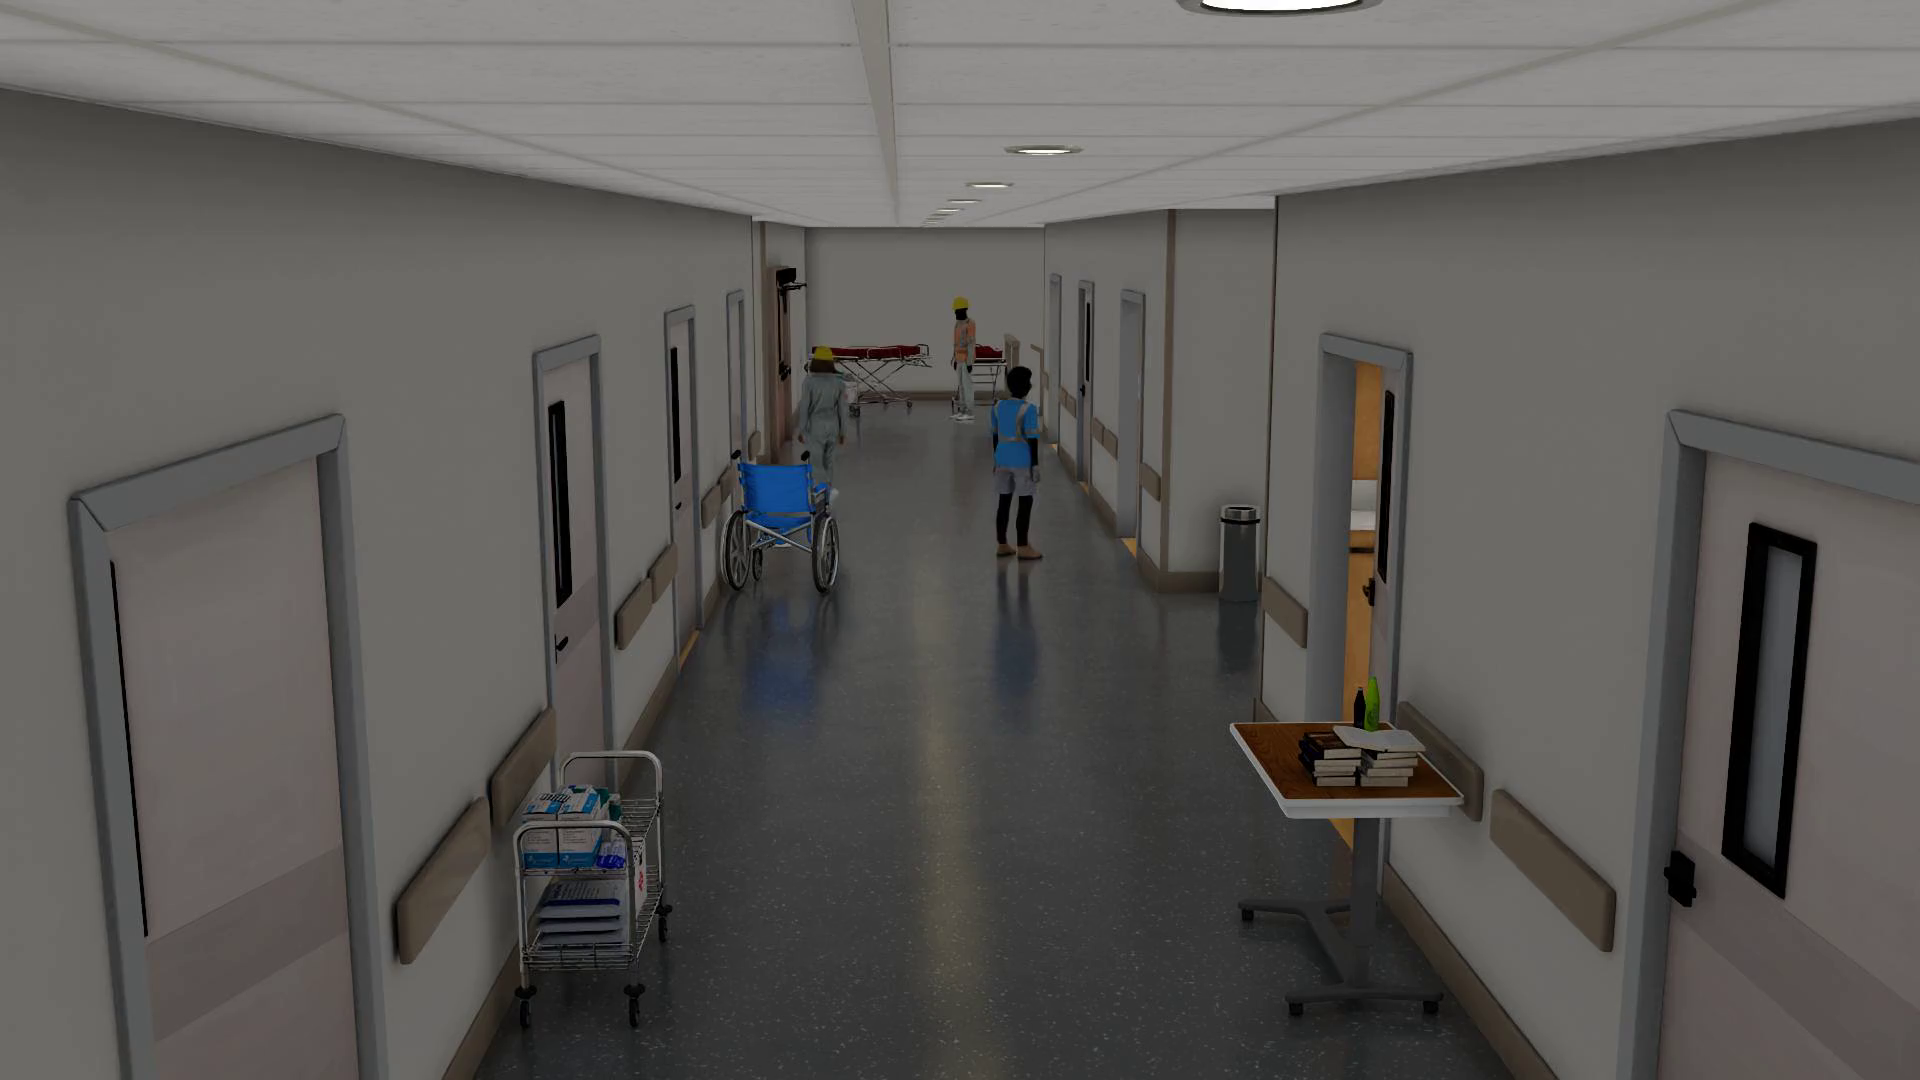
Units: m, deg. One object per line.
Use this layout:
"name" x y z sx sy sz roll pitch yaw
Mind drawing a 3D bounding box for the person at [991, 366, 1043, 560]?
"person" 0.480 -0.669 14.556 0.319 1.694 0.581 -10 14 -43

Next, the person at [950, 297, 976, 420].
"person" 0.045 -2.827 25.954 0.399 1.918 0.588 -4 11 -22

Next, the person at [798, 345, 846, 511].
"person" -1.364 -1.119 16.951 0.493 1.725 0.579 -6 12 -32
